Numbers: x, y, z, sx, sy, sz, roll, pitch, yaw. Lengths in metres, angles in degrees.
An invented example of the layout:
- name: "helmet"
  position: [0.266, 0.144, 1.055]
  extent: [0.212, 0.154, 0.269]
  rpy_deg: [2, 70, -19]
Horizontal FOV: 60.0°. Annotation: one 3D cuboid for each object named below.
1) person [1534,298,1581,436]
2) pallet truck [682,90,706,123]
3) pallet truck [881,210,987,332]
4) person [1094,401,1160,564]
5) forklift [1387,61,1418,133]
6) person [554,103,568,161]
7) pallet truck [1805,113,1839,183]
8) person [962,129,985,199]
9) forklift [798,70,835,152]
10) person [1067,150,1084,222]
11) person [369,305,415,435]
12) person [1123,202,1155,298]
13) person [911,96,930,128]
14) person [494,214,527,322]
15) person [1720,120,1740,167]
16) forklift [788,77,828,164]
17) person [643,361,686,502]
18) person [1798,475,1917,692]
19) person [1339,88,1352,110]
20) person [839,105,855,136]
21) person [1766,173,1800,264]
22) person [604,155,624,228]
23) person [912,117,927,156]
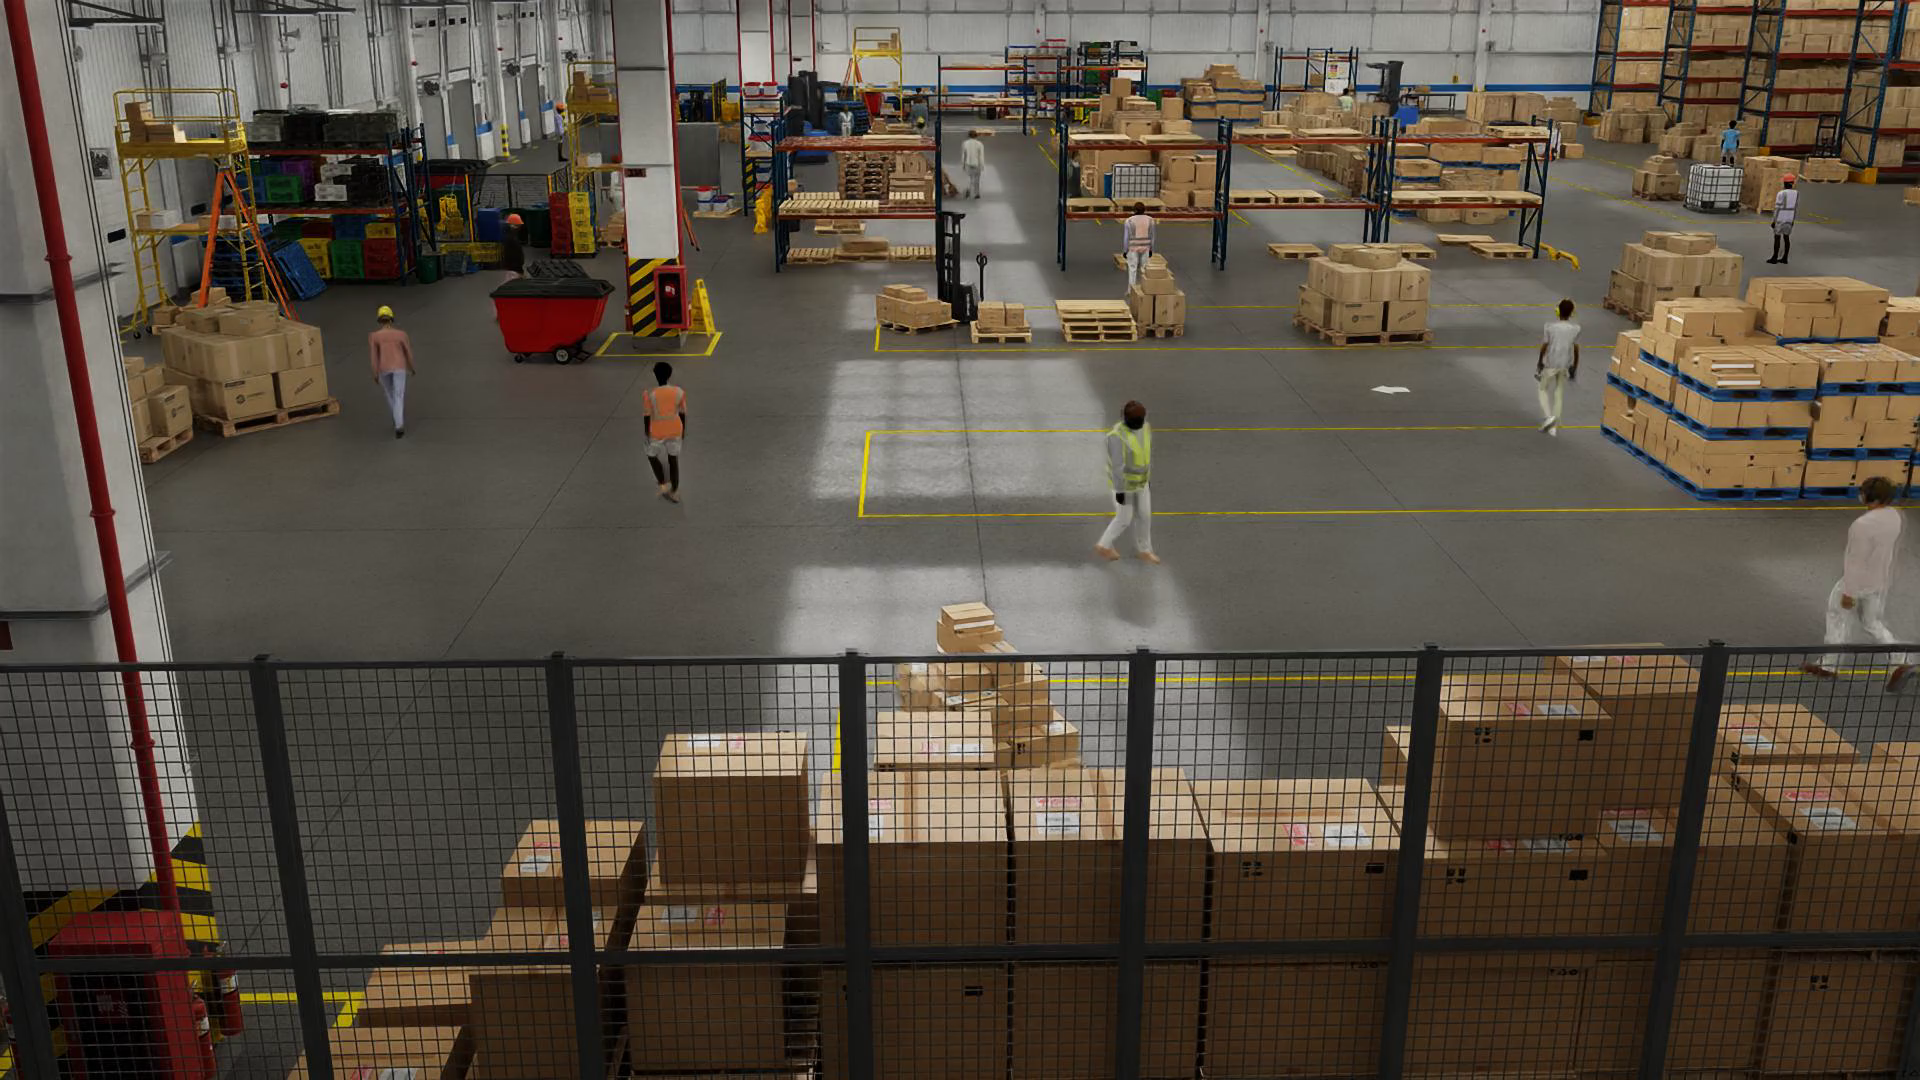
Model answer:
- name: "person"
  position: [8.001, -2.322, 22.340]
  extent: [0.564, 1.851, 0.400]
  rpy_deg: [1, 19, 4]
- name: "pallet truck"
  position: [-9.671, -15.907, 62.421]
  extent: [0.823, 1.965, 1.885]
  rpy_deg: [5, 19, 15]
- name: "pallet truck"
  position: [-0.493, -4.759, 29.349]
  extent: [1.885, 1.965, 0.823]
  rpy_deg: [-13, 23, -34]
- name: "person"
  position: [1.733, -0.610, 17.341]
  extent: [0.667, 1.811, 0.564]
  rpy_deg: [-17, 25, -41]
- name: "forklift"
  position: [17.177, -17.556, 65.953]
  extent: [1.873, 2.768, 1.129]
  rpy_deg: [-1, 19, -2]
- name: "person"
  position: [-13.493, -13.776, 56.213]
  extent: [0.381, 1.934, 0.546]
  rpy_deg: [-6, 19, -16]
- name: "pallet truck"
  position: [26.403, -11.957, 50.702]
  extent: [0.823, 1.965, 1.885]
  rpy_deg: [6, 19, 16]
- name: "person"
  position: [0.365, -10.502, 46.517]
  extent: [0.669, 1.920, 0.507]
  rpy_deg: [6, 19, 16]
- name: "forklift"
  position: [-5.368, -15.171, 58.877]
  extent: [1.873, 2.768, 1.129]
  rpy_deg: [-10, 21, -28]
- name: "person"
  position: [2.909, -8.959, 42.072]
  extent: [0.399, 1.826, 0.535]
  rpy_deg: [17, 25, 40]
- name: "person"
  position: [-7.677, -2.304, 22.479]
  extent: [0.521, 1.729, 0.888]
  rpy_deg: [-1, 19, -4]
- name: "person"
  position: [3.431, -5.590, 32.057]
  extent: [0.625, 1.844, 0.429]
  rpy_deg: [-5, 19, -14]
- name: "person"
  position: [-1.419, -14.961, 59.737]
  extent: [0.638, 1.919, 0.598]
  rpy_deg: [4, 19, 12]
- name: "person"
  position: [-7.902, -4.847, 29.706]
  extent: [1.046, 1.937, 0.649]
  rpy_deg: [-4, 19, -13]
- name: "person"
  position: [24.152, -12.305, 52.195]
  extent: [0.540, 1.698, 0.317]
  rpy_deg: [7, 20, 21]
- name: "forklift"
  position: [-5.414, -13.916, 55.155]
  extent: [1.873, 2.768, 1.129]
  rpy_deg: [-6, 19, -16]
- name: "person"
  position: [-3.448, -1.261, 19.457]
  extent: [0.548, 1.679, 0.381]
  rpy_deg: [-10, 21, -28]
- name: "person"
  position: [7.810, 0.382, 14.244]
  extent: [0.640, 1.913, 0.864]
  rpy_deg: [-12, 22, -32]
- name: "person"
  position: [14.846, -16.539, 64.446]
  extent: [0.637, 1.893, 0.696]
  rpy_deg: [-7, 20, -19]
- name: "person"
  position: [-4.048, -14.774, 59.643]
  extent: [0.526, 1.608, 0.728]
  rpy_deg: [-6, 20, -17]
- name: "person"
  position: [17.780, -6.931, 35.908]
  extent: [0.539, 1.930, 0.385]
  rpy_deg: [-5, 19, -14]
- name: "person"
  position: [-8.335, -8.436, 40.510]
  extent: [0.803, 1.857, 0.596]
  rpy_deg: [5, 19, 14]
- name: "person"
  position: [-1.305, -12.611, 53.044]
  extent: [0.515, 1.733, 0.535]
  rpy_deg: [-6, 20, -18]
